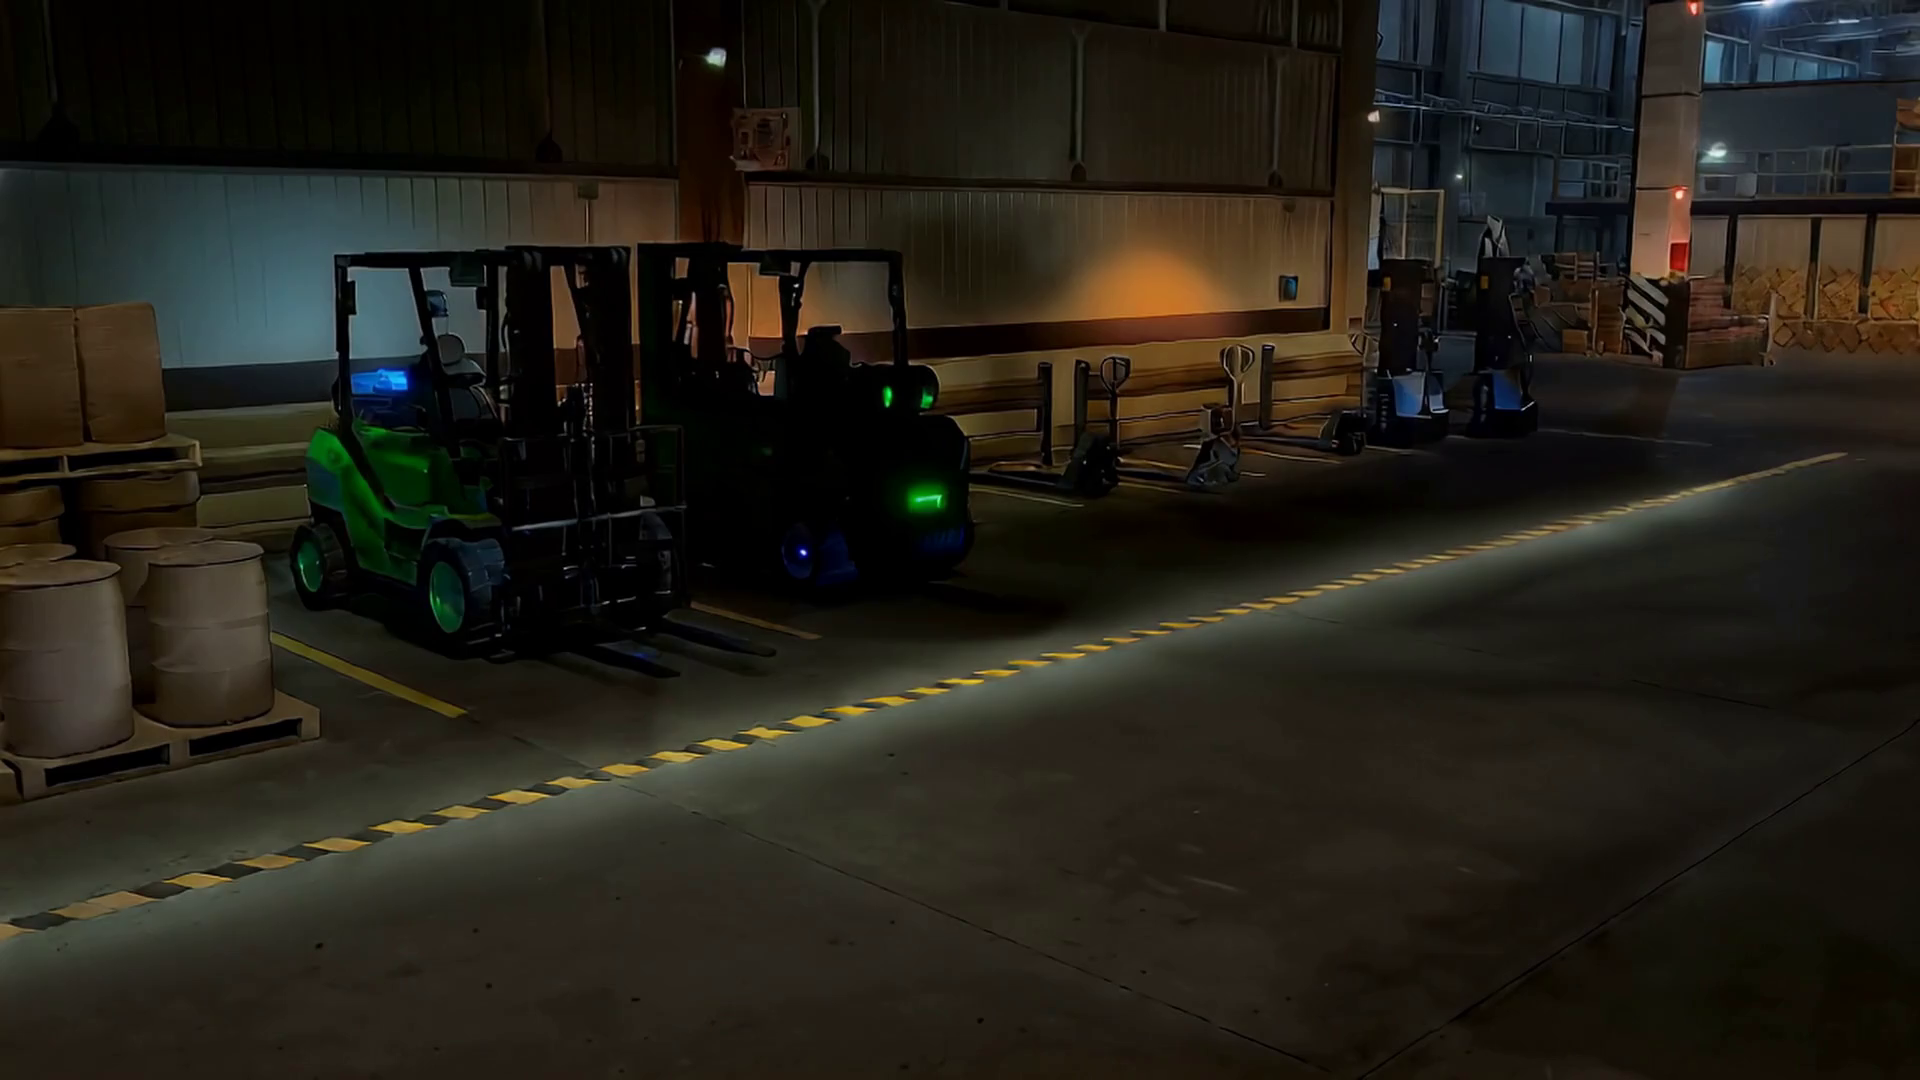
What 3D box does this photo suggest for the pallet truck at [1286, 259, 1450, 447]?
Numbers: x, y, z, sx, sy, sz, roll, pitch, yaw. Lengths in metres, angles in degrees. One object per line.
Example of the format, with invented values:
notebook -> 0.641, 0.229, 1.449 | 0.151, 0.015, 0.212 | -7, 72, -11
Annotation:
pallet truck -> 4.493, -2.078, 18.196 | 0.823, 1.965, 1.885 | -9, 14, -40

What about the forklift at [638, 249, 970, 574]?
forklift -> -1.173, -0.958, 11.239 | 2.680, 1.987, 1.157 | 10, 14, 43

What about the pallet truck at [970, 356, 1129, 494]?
pallet truck -> 0.784, -1.085, 14.876 | 0.680, 1.201, 1.601 | -10, 14, -44

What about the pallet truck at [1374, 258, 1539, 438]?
pallet truck -> 5.704, -2.208, 18.901 | 1.885, 1.965, 0.823 | 10, 14, 43

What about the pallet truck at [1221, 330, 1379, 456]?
pallet truck -> 3.563, -1.581, 17.381 | 0.653, 1.274, 1.630 | -10, 14, -44

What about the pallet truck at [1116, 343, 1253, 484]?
pallet truck -> 1.962, -1.215, 15.415 | 1.522, 1.261, 0.704 | 10, 14, 43

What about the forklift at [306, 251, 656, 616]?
forklift -> -2.833, -0.669, 9.694 | 1.157, 1.987, 2.680 | -10, 14, -44

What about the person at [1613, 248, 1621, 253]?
person -> 18.053, -7.078, 45.766 | 0.575, 1.883, 0.356 | -9, 14, -41
